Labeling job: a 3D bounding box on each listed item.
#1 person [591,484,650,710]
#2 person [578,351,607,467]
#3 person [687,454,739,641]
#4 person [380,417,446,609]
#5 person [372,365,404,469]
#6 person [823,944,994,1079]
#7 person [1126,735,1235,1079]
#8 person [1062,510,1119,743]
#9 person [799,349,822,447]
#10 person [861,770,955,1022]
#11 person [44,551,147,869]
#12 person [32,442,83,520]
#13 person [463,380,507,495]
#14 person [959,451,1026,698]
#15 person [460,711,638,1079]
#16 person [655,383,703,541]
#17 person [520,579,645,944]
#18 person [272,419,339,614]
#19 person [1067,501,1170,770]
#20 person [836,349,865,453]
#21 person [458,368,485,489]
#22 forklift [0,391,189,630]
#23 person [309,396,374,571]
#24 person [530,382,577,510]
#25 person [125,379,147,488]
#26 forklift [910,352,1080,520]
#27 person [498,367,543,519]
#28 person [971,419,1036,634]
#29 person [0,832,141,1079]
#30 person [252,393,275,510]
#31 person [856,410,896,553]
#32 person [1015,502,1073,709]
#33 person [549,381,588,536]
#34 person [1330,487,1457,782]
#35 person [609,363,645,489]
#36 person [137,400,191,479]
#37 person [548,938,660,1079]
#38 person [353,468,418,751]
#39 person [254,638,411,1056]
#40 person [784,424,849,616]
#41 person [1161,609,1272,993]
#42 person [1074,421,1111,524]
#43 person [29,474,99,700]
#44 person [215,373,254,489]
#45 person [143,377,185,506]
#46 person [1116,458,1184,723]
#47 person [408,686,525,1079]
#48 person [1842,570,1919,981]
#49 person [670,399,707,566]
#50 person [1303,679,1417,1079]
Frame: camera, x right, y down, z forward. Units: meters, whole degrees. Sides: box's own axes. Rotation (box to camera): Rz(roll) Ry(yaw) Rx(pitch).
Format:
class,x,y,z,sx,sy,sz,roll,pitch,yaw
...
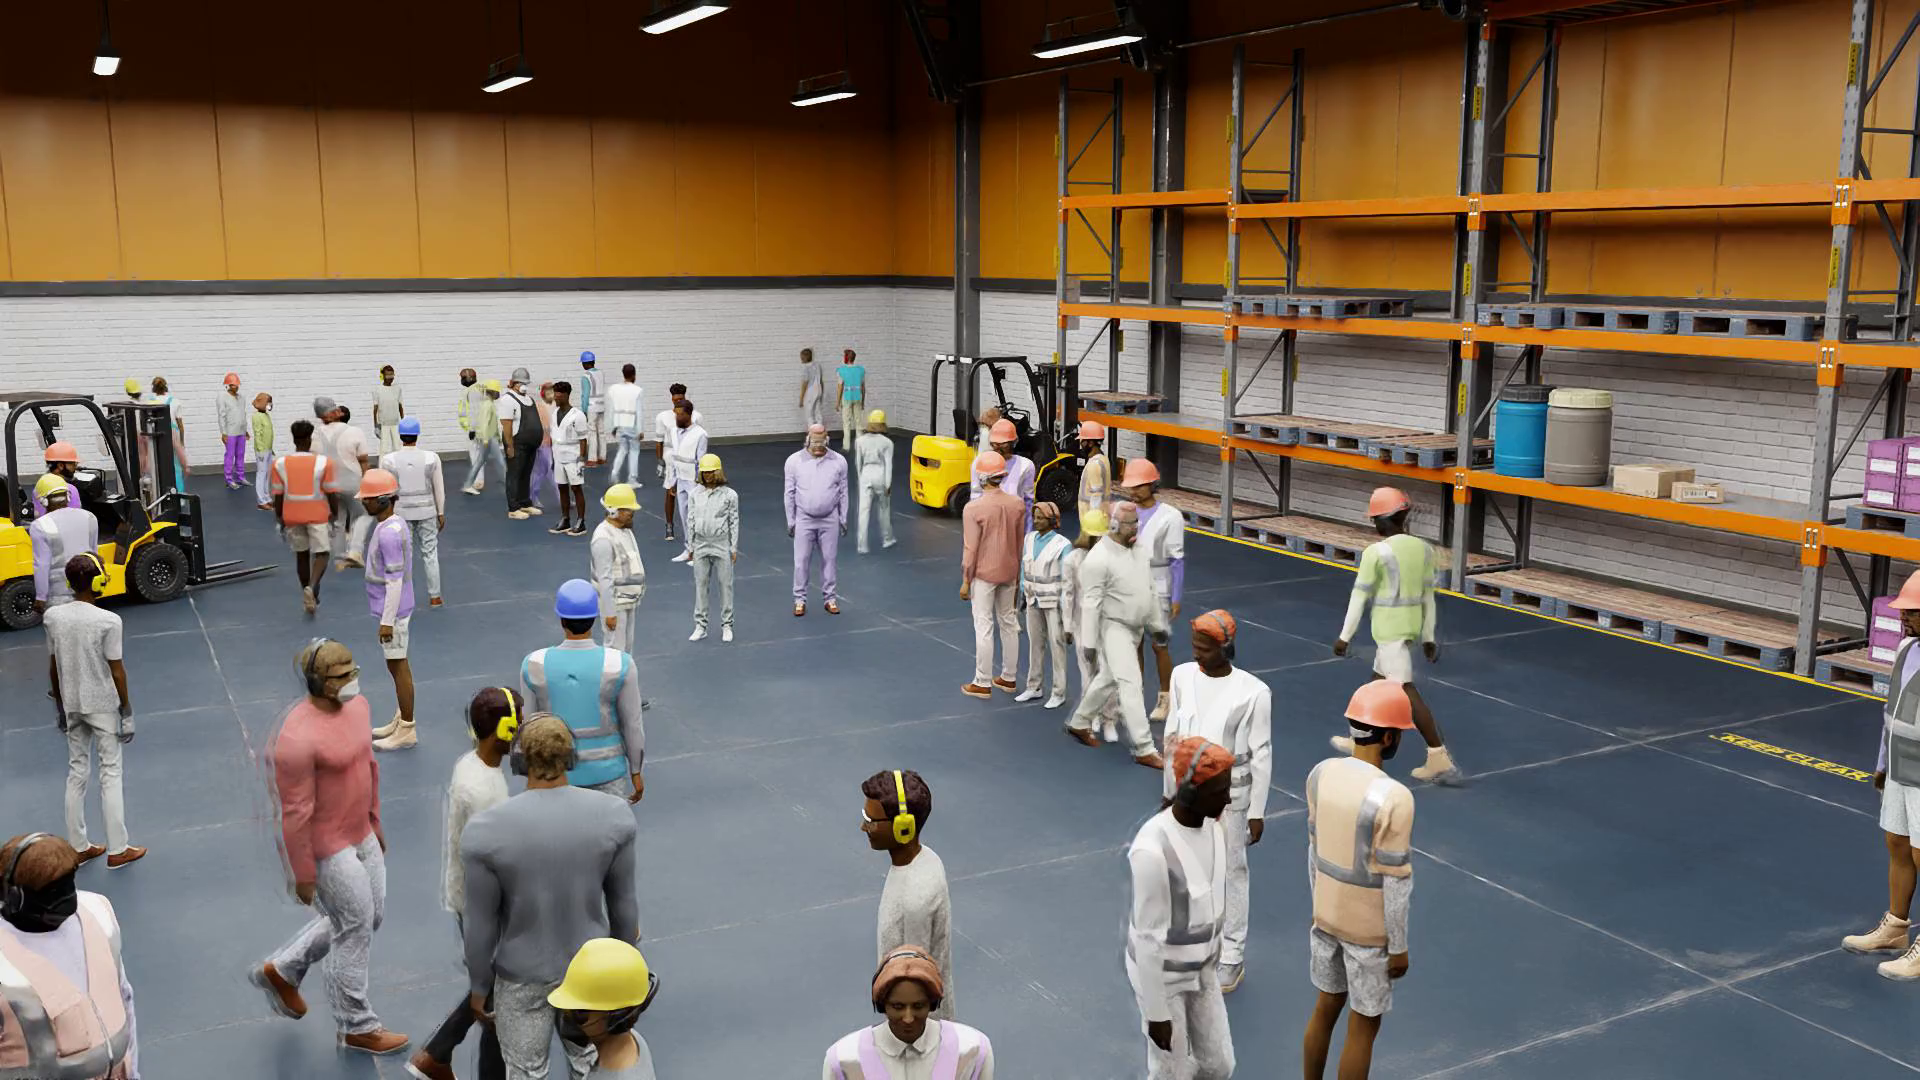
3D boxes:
class,x,y,z,sx,sy,sz,roll,pitch,yaw
person,-2.623,0.469,12.806,0.403,1.821,0.601,1,10,5
person,-6.120,-2.174,27.679,0.416,1.939,0.604,3,10,19
person,-2.277,0.071,15.306,0.485,1.745,0.296,1,10,6
person,-5.455,-0.259,16.620,0.605,1.948,0.386,-3,10,-19
person,-8.736,-1.751,25.488,0.331,1.857,0.506,9,13,43
person,-0.148,1.948,4.834,0.508,1.629,0.318,-1,10,-8
person,0.796,1.606,6.144,0.440,1.866,0.592,8,13,40
person,1.000,0.629,12.163,0.509,1.704,0.810,0,10,2
person,-2.715,-2.614,30.612,0.355,1.816,0.595,5,11,29
person,-0.178,1.684,5.697,0.327,1.862,0.510,-1,10,-4
person,-5.045,0.991,9.681,0.505,1.864,0.331,2,10,10
person,-7.827,0.105,14.572,0.544,1.933,0.376,5,11,29
person,-6.897,-1.501,24.466,0.949,1.704,0.531,-2,10,-12
person,0.257,0.275,13.403,0.611,1.997,0.375,-8,12,-38
person,-1.492,1.578,6.107,0.636,1.931,0.377,-5,11,-25
person,-3.476,-0.976,20.694,0.617,1.964,0.361,-4,11,-21
person,-1.905,1.159,8.449,0.615,1.947,0.389,0,10,-2
person,-6.460,-0.218,16.413,0.608,1.946,0.755,-1,10,-7
person,1.125,0.632,11.761,0.977,1.866,0.642,7,12,35
person,-1.938,-2.467,29.613,0.569,1.848,0.378,-6,12,-32
person,-7.383,-1.692,25.216,0.429,1.831,0.638,-3,10,-16
forklift,-9.026,-0.363,16.508,1.214,2.155,2.313,6,11,29
person,-6.893,-0.641,18.550,0.708,2.000,0.542,0,10,1
person,-5.685,-1.293,23.059,0.939,1.785,0.579,4,11,21
person,-12.115,-1.526,24.589,0.361,1.721,0.615,0,10,1
forklift,0.460,-1.461,22.833,2.313,2.155,1.214,-5,11,-28
person,-5.888,-1.319,22.456,0.536,2.000,0.682,3,10,14
person,0.404,-0.119,15.550,0.609,2.040,0.395,-1,10,-3
person,-2.824,1.787,5.199,0.430,1.831,0.636,3,10,15
person,-9.669,-1.235,23.144,0.278,1.633,0.499,-1,10,-5
person,-1.028,-0.705,19.917,0.502,1.700,0.894,3,10,17
person,0.672,0.504,13.110,0.311,1.642,0.512,-9,14,-43
person,-4.969,-1.038,21.049,0.610,1.964,0.366,7,12,34
person,3.018,0.636,11.420,0.627,1.991,1.081,-7,12,-37
person,-5.015,-1.699,25.020,0.604,1.909,0.506,4,11,21
person,-9.947,-0.877,20.829,0.546,1.728,0.875,1,10,8
person,-0.939,1.928,4.547,0.303,1.772,0.530,-3,10,-16
person,-4.130,0.496,12.004,0.374,2.043,0.608,-3,10,-19
person,-2.839,1.357,7.414,0.672,1.913,0.633,1,10,6
person,-1.405,-0.198,16.409,0.643,1.902,0.400,-2,10,-12
person,1.230,1.253,8.095,0.574,1.886,0.360,9,13,41
person,1.289,-0.202,16.319,0.364,1.935,0.553,2,10,13
person,-7.176,0.375,13.336,0.404,1.821,0.590,4,11,22
person,-10.997,-1.661,25.248,0.334,1.749,0.576,3,10,17
person,-11.160,-1.373,23.363,0.501,1.839,0.344,-5,11,-29
person,1.405,0.382,12.701,0.628,2.032,0.431,7,12,37
person,-1.979,1.506,6.786,0.524,1.844,0.606,-3,10,-16
person,4.717,1.152,8.223,0.372,2.042,0.615,0,10,-1
person,-3.091,-0.667,19.093,0.397,1.911,0.591,-10,14,-44
person,1.604,1.498,6.609,0.418,1.920,0.542,-5,11,-25
